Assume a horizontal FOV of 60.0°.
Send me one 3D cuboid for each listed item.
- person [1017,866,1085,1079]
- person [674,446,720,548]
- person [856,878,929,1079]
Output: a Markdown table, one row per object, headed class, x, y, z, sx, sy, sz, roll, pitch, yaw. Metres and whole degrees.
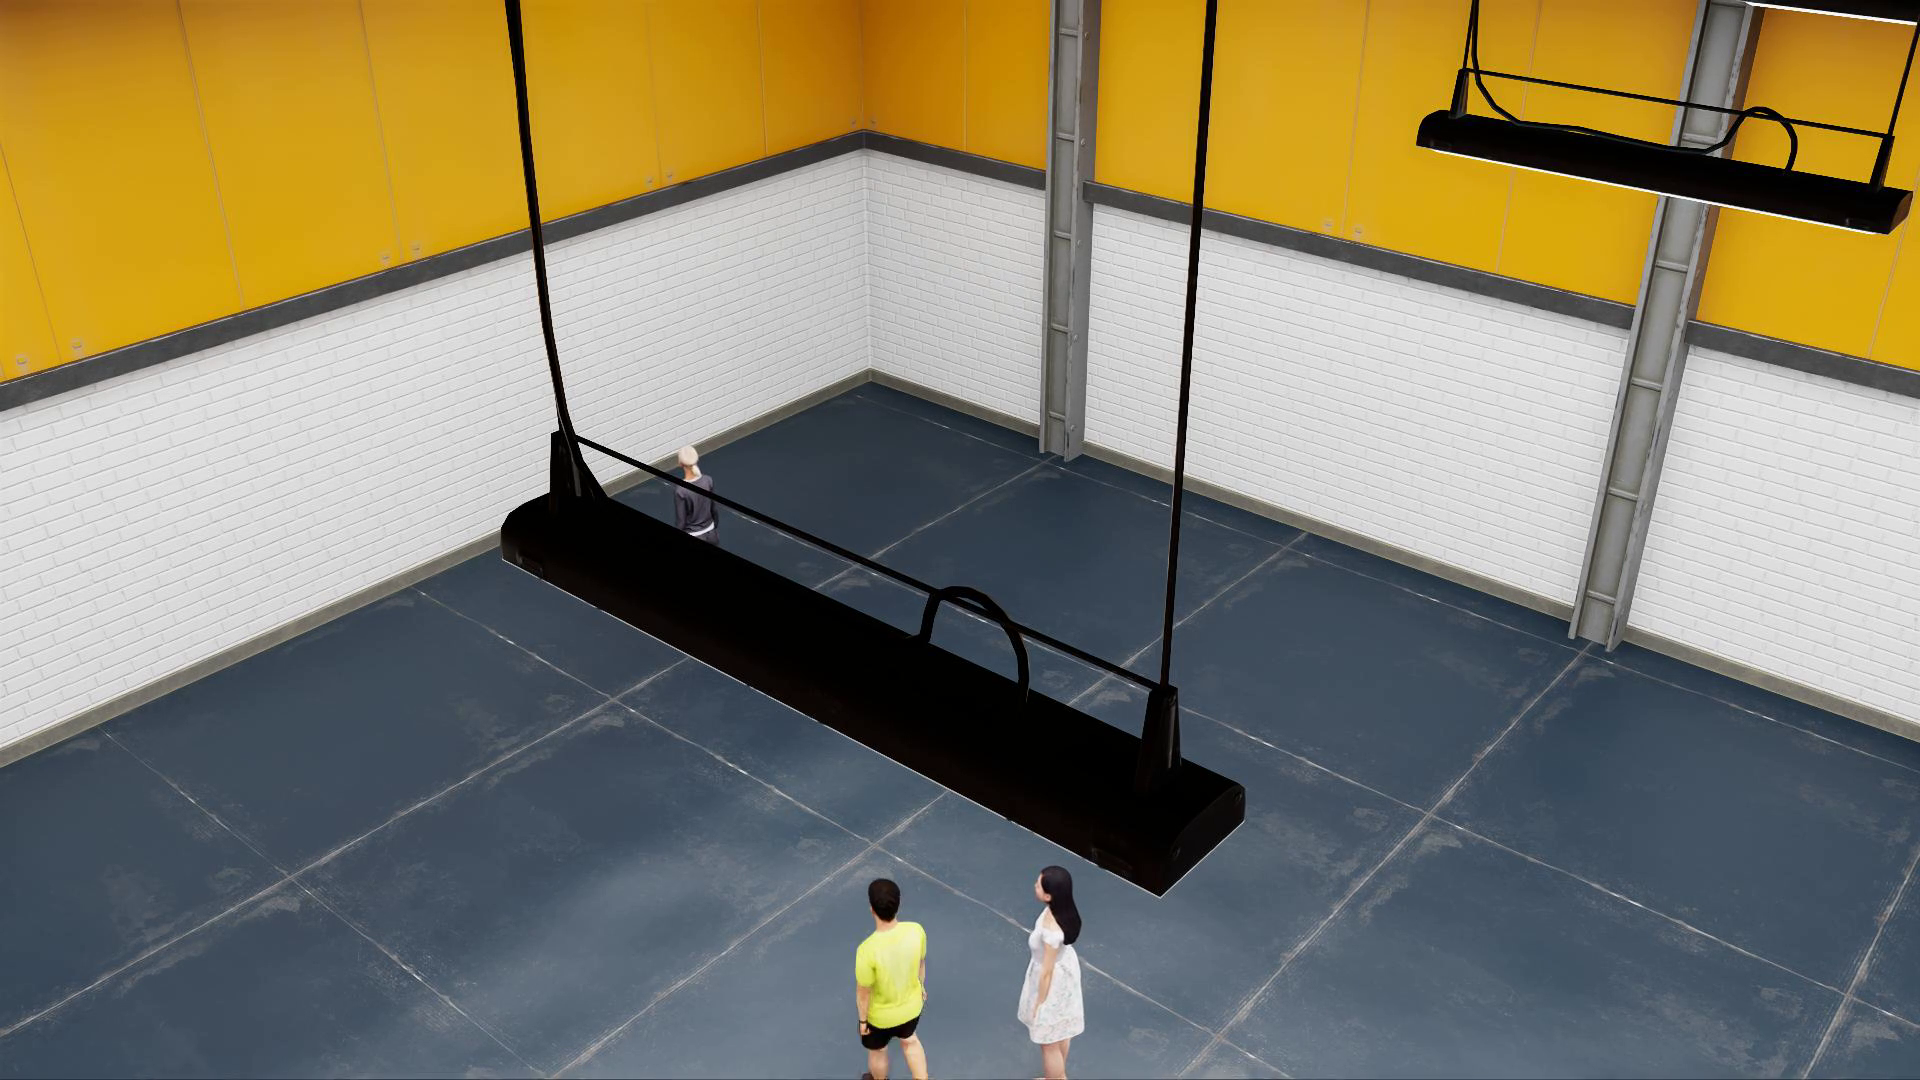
| class | x | y | z | sx | sy | sz | roll | pitch | yaw |
| --- | --- | --- | --- | --- | --- | --- | --- | --- | --- |
| person | 0.550 | 2.654 | 9.832 | 0.769 | 1.772 | 0.752 | 8 | 30 | 14 |
| person | -2.339 | -0.054 | 14.844 | 0.625 | 1.727 | 0.547 | -24 | 37 | -37 |
| person | -0.346 | 2.750 | 9.737 | 0.811 | 1.694 | 0.968 | -15 | 32 | -25 |
